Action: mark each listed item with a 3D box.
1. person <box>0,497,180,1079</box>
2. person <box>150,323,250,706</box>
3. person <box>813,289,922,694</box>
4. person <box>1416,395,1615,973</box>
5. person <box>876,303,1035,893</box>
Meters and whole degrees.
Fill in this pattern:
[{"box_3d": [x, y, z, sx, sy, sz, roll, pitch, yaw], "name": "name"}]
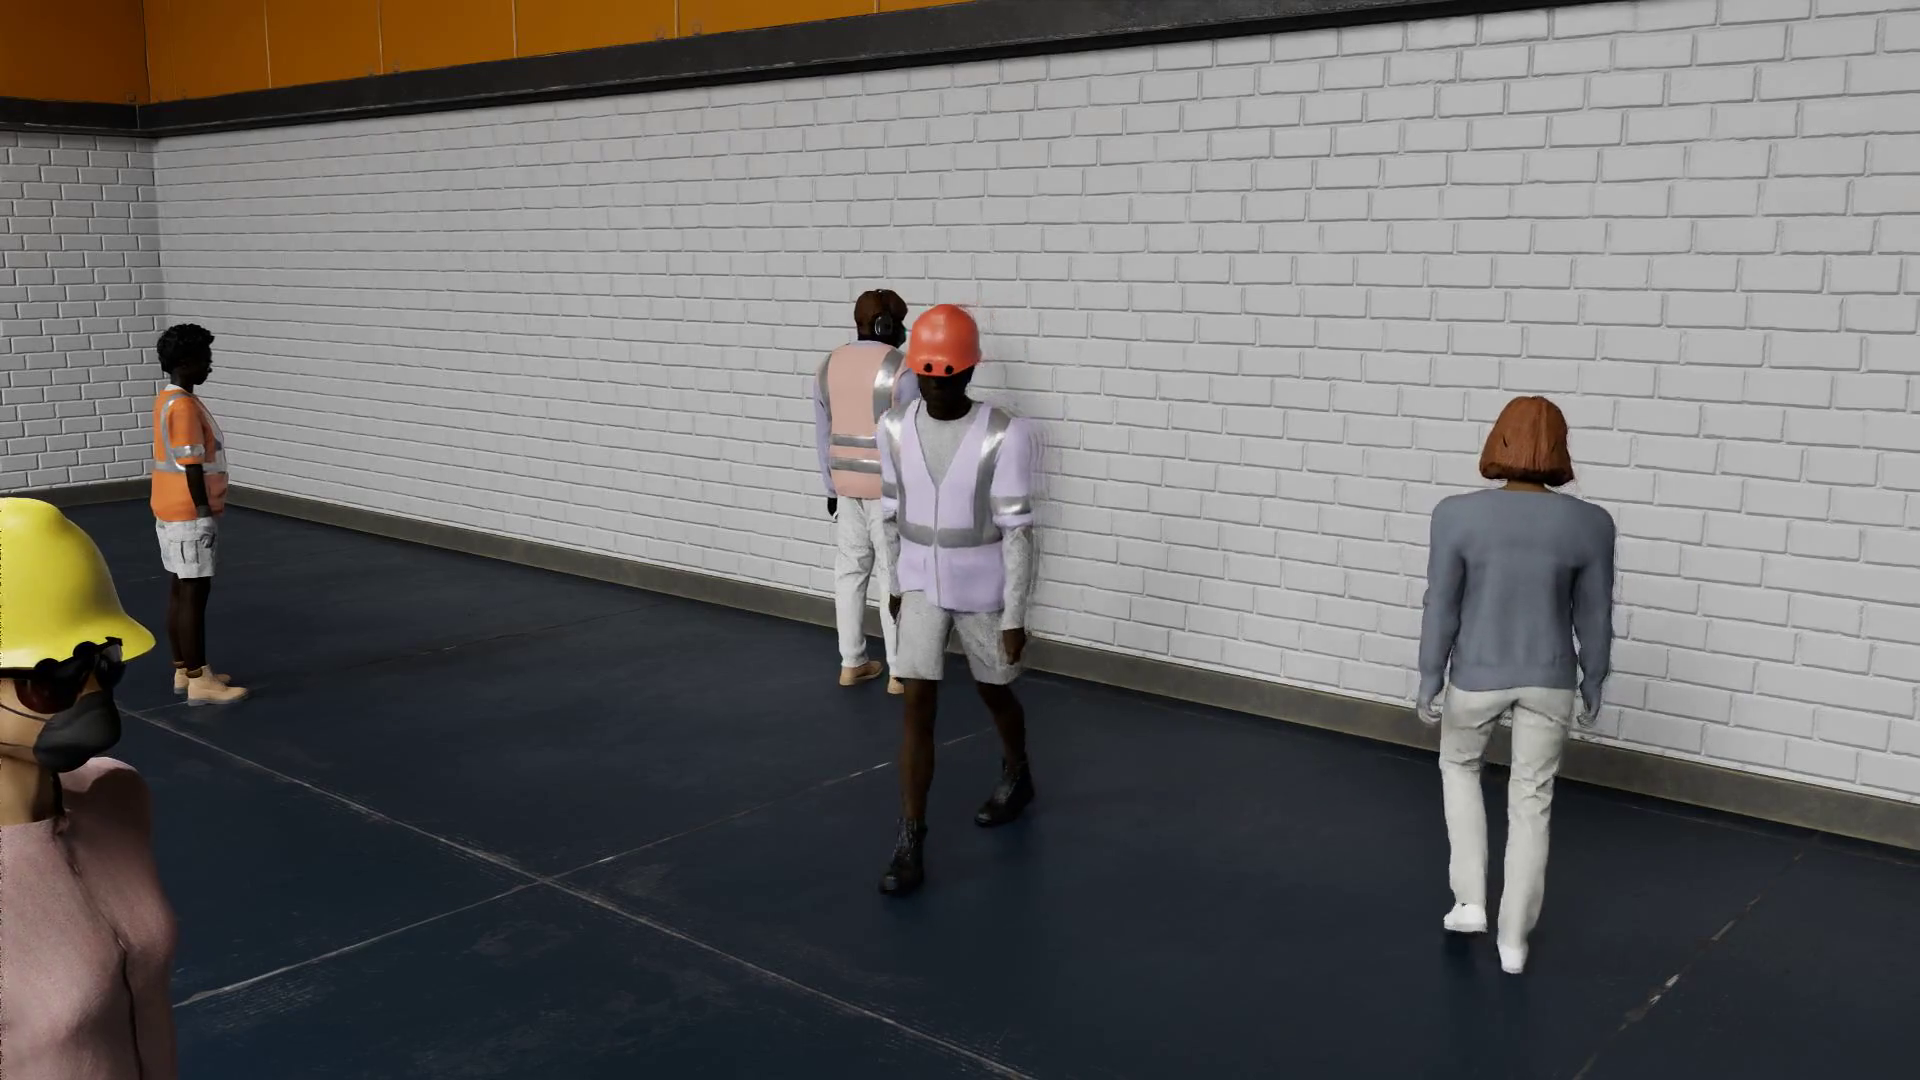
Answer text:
[{"box_3d": [-0.992, 0.828, 1.852, 0.311, 1.768, 0.532, 0, 10, 1], "name": "person"}, {"box_3d": [-3.423, -0.114, 7.419, 0.321, 1.692, 0.530, -7, 12, -33], "name": "person"}, {"box_3d": [-0.369, -0.221, 7.618, 0.623, 1.840, 0.430, 8, 13, 37], "name": "person"}, {"box_3d": [1.558, 0.400, 4.703, 0.525, 1.616, 0.434, 2, 10, 11], "name": "person"}, {"box_3d": [-0.003, 0.145, 5.496, 0.578, 1.865, 1.023, 4, 11, 21], "name": "person"}]
